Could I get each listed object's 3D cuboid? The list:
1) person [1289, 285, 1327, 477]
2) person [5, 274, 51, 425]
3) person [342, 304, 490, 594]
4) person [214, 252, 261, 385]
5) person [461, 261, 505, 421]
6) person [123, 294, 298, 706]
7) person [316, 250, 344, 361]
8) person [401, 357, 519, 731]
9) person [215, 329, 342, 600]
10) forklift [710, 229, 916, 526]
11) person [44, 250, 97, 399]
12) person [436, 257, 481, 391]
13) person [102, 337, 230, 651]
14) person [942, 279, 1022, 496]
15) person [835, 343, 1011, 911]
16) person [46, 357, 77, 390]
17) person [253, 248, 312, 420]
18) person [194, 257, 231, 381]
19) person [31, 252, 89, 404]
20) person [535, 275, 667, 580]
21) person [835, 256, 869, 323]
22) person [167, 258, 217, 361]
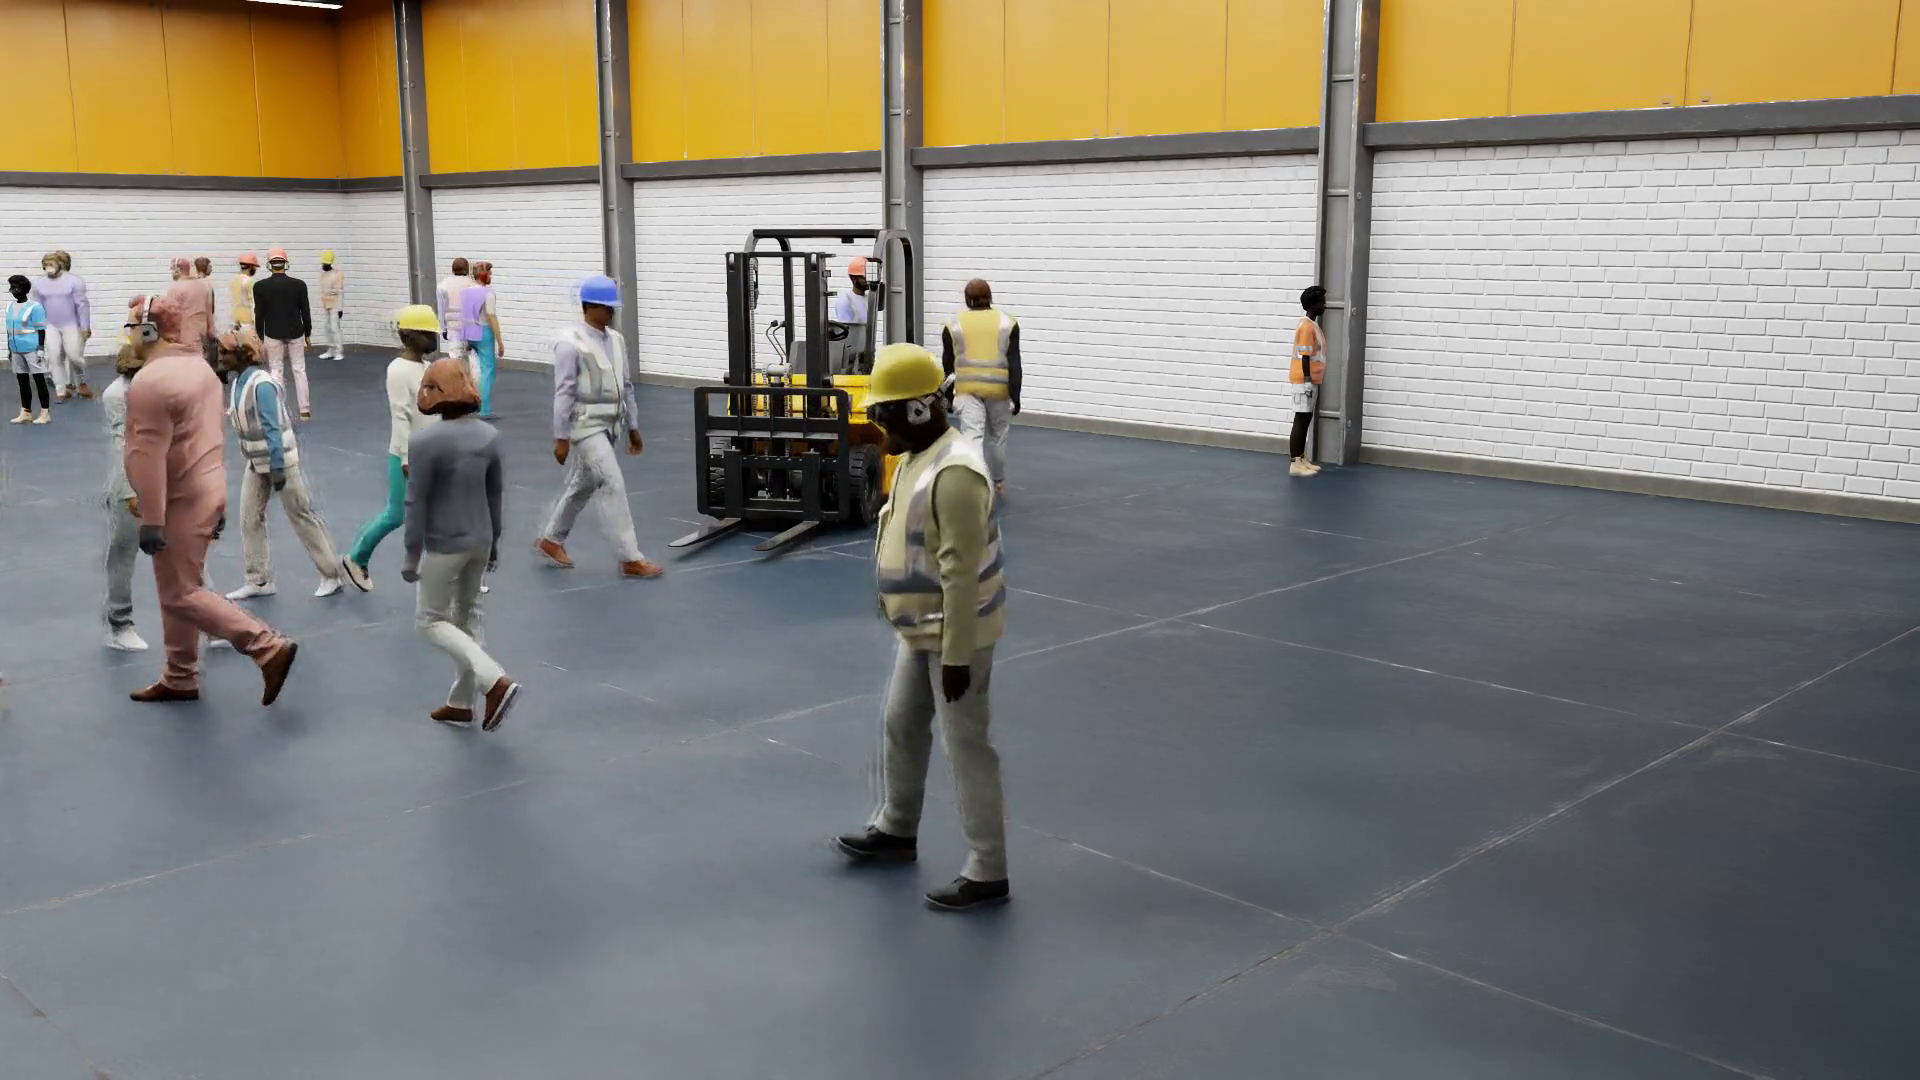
[{"bbox_3d":[3.095,-1.413,14.809,0.320,1.694,0.531,4,11,19],"label":"person"},{"bbox_3d":[-10.531,-2.142,18.759,0.532,1.698,0.319,3,11,16],"label":"person"},{"bbox_3d":[-3.271,-0.529,9.863,0.829,1.736,0.528,3,11,15],"label":"person"},{"bbox_3d":[-10.213,-3.125,23.603,0.832,1.901,0.579,-10,14,-44],"label":"person"},{"bbox_3d":[-5.487,-2.294,19.222,0.612,1.829,0.505,9,14,41],"label":"person"},{"bbox_3d":[-3.420,-0.160,7.462,0.743,1.881,0.651,-1,10,-5],"label":"person"},{"bbox_3d":[-10.719,-3.989,28.331,0.625,1.879,0.498,5,12,26],"label":"person"},{"bbox_3d":[-2.114,0.036,7.078,0.545,1.618,0.518,5,12,27],"label":"person"},{"bbox_3d":[-4.009,-0.444,9.797,0.527,1.596,0.624,10,14,44],"label":"person"},{"bbox_3d":[-1.050,-1.319,12.920,1.214,2.155,2.313,2,11,13],"label":"forklift"},{"bbox_3d":[-11.648,-2.799,21.685,0.635,1.937,0.352,0,10,2],"label":"person"},{"bbox_3d":[-6.528,-2.787,21.885,0.626,1.844,0.429,0,10,-2],"label":"person"},{"bbox_3d":[-4.054,-0.259,8.456,0.845,1.706,0.500,4,11,22],"label":"person"},{"bbox_3d":[0.170,-1.172,13.242,0.643,1.783,0.996,0,10,3],"label":"person"},{"bbox_3d":[-0.103,0.272,5.309,0.480,1.806,0.670,-3,11,-15],"label":"person"},{"bbox_3d":[-12.409,-2.979,22.907,0.551,1.851,0.413,1,10,8],"label":"person"},{"bbox_3d":[-7.768,-2.352,19.112,0.608,1.989,0.387,-5,12,-27],"label":"person"},{"bbox_3d":[-11.037,-3.197,24.167,0.640,1.828,0.518,-9,14,-42],"label":"person"},{"bbox_3d":[-11.446,-2.703,21.199,0.644,1.920,0.568,-2,11,-11],"label":"person"},{"bbox_3d":[-2.324,-0.713,10.445,1.011,1.897,0.602,4,11,20],"label":"person"},{"bbox_3d":[-0.938,-1.703,15.710,0.379,1.937,0.548,6,12,29],"label":"person"},{"bbox_3d":[-9.653,-2.574,20.715,1.039,1.847,0.681,2,11,11],"label":"person"}]
